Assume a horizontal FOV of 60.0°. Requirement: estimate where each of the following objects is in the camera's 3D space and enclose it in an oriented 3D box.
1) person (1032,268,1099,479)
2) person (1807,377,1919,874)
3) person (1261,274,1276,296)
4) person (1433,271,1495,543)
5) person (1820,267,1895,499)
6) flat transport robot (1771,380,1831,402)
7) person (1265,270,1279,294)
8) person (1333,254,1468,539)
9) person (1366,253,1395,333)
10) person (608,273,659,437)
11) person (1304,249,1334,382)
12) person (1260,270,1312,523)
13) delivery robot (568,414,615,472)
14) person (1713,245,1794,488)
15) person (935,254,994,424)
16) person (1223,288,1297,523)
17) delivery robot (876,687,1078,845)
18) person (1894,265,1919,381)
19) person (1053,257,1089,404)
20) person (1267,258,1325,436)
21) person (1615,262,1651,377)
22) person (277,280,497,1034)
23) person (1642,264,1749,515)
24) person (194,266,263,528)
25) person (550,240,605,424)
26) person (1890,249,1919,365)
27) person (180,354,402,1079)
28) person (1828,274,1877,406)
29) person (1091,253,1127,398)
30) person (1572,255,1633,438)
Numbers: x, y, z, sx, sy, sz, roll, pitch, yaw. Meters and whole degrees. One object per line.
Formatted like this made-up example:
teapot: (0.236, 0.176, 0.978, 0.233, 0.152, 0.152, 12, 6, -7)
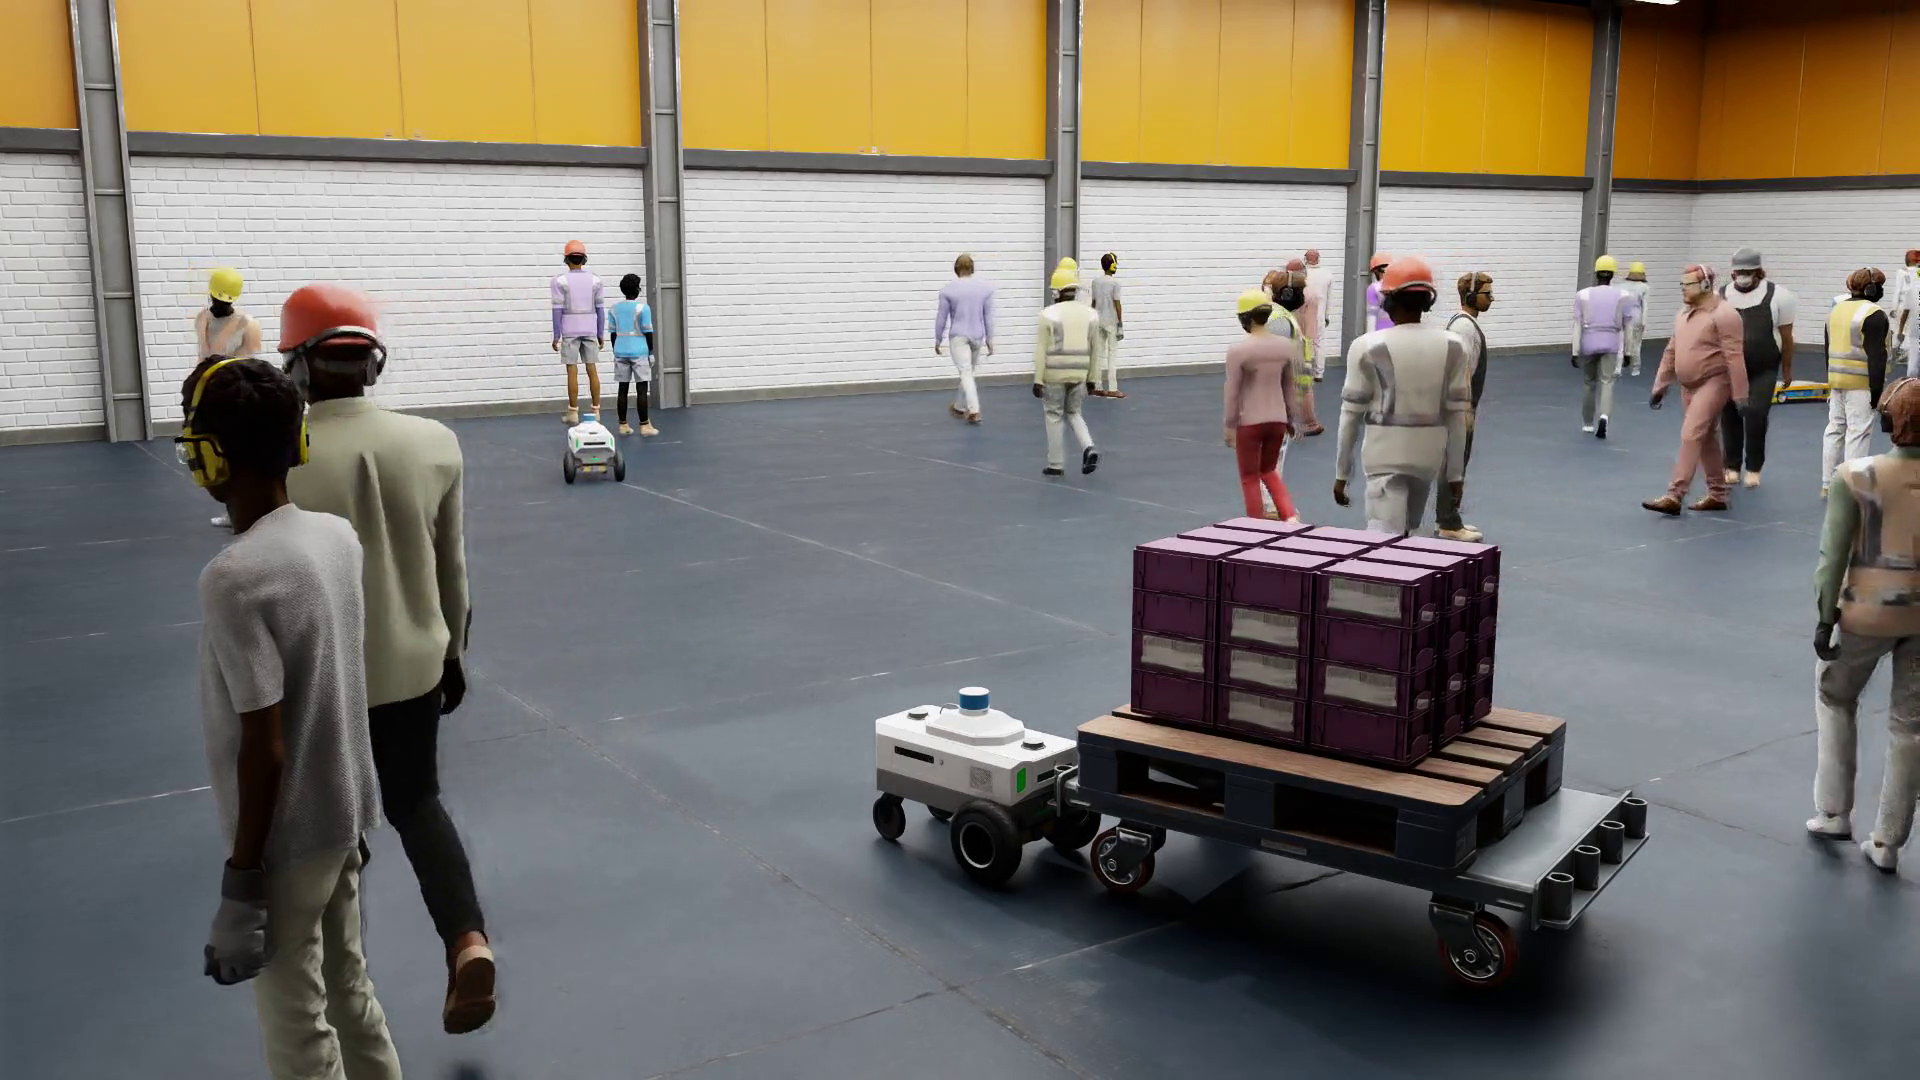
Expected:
person: (0.918, -1.411, 14.234, 0.599, 1.818, 0.499, -6, 12, -29)
person: (3.090, 0.269, 5.534, 0.534, 1.616, 0.552, 2, 11, 11)
person: (3.979, -2.570, 21.146, 0.642, 1.604, 0.507, -7, 12, -32)
person: (3.452, -0.911, 11.402, 0.327, 1.843, 0.516, 2, 11, 12)
person: (7.013, -1.198, 12.990, 0.429, 1.844, 0.624, -1, 10, -6)
flat transport robot: (10.407, -1.889, 21.081, 1.431, 0.197, 0.652, -4, 11, -21)
person: (4.209, -2.823, 22.465, 0.507, 1.633, 0.276, 2, 10, 9)
person: (2.158, -0.373, 8.047, 0.620, 2.006, 1.013, -2, 11, -12)
person: (4.878, -2.303, 18.896, 0.562, 1.901, 0.679, -5, 12, -27)
person: (-3.411, -1.924, 17.360, 0.524, 1.697, 0.321, 4, 11, 22)
person: (5.004, -3.204, 23.807, 0.643, 1.908, 0.410, -2, 11, -13)
person: (2.342, -1.036, 12.132, 0.428, 1.837, 0.624, 1, 10, 8)
delivery robot: (-3.172, -0.840, 14.296, 0.477, 0.478, 0.707, -3, 11, -17)
person: (6.493, -1.450, 13.823, 0.725, 2.000, 0.657, 7, 12, 34)
person: (0.056, -2.253, 18.678, 0.644, 1.883, 1.082, -4, 11, -19)
person: (1.949, -0.759, 10.819, 0.542, 1.744, 0.440, -5, 11, -26)
delivery robot: (0.046, 0.741, 5.627, 0.707, 0.478, 0.477, 9, 14, 41)
person: (11.051, -2.308, 19.082, 0.555, 1.845, 0.405, 9, 14, 42)
person: (1.358, -2.602, 20.747, 0.404, 1.824, 0.586, -7, 12, -32)
person: (3.417, -1.966, 17.152, 0.660, 1.863, 1.004, 9, 14, 41)
person: (9.978, -3.273, 24.732, 0.492, 1.708, 0.865, 6, 12, 31)
person: (-1.484, 0.341, 4.196, 0.653, 1.973, 0.697, -10, 14, -43)
person: (5.469, -1.111, 12.450, 0.913, 1.864, 0.708, -2, 10, -9)
person: (-5.133, -0.960, 11.602, 0.761, 1.878, 0.406, 6, 12, 30)
person: (-4.257, -2.310, 18.529, 0.613, 2.043, 0.374, -7, 12, -33)
person: (15.433, -3.791, 27.122, 0.619, 1.867, 0.420, -2, 10, -10)
person: (-1.267, 0.586, 3.146, 0.314, 1.864, 0.533, 0, 10, 2)
person: (10.884, -2.429, 20.303, 0.511, 1.635, 0.306, 3, 11, 16)
person: (1.921, -2.768, 21.518, 0.329, 1.872, 0.510, -10, 14, -44)
person: (6.700, -2.022, 17.371, 0.599, 1.896, 0.898, 3, 11, 17)
